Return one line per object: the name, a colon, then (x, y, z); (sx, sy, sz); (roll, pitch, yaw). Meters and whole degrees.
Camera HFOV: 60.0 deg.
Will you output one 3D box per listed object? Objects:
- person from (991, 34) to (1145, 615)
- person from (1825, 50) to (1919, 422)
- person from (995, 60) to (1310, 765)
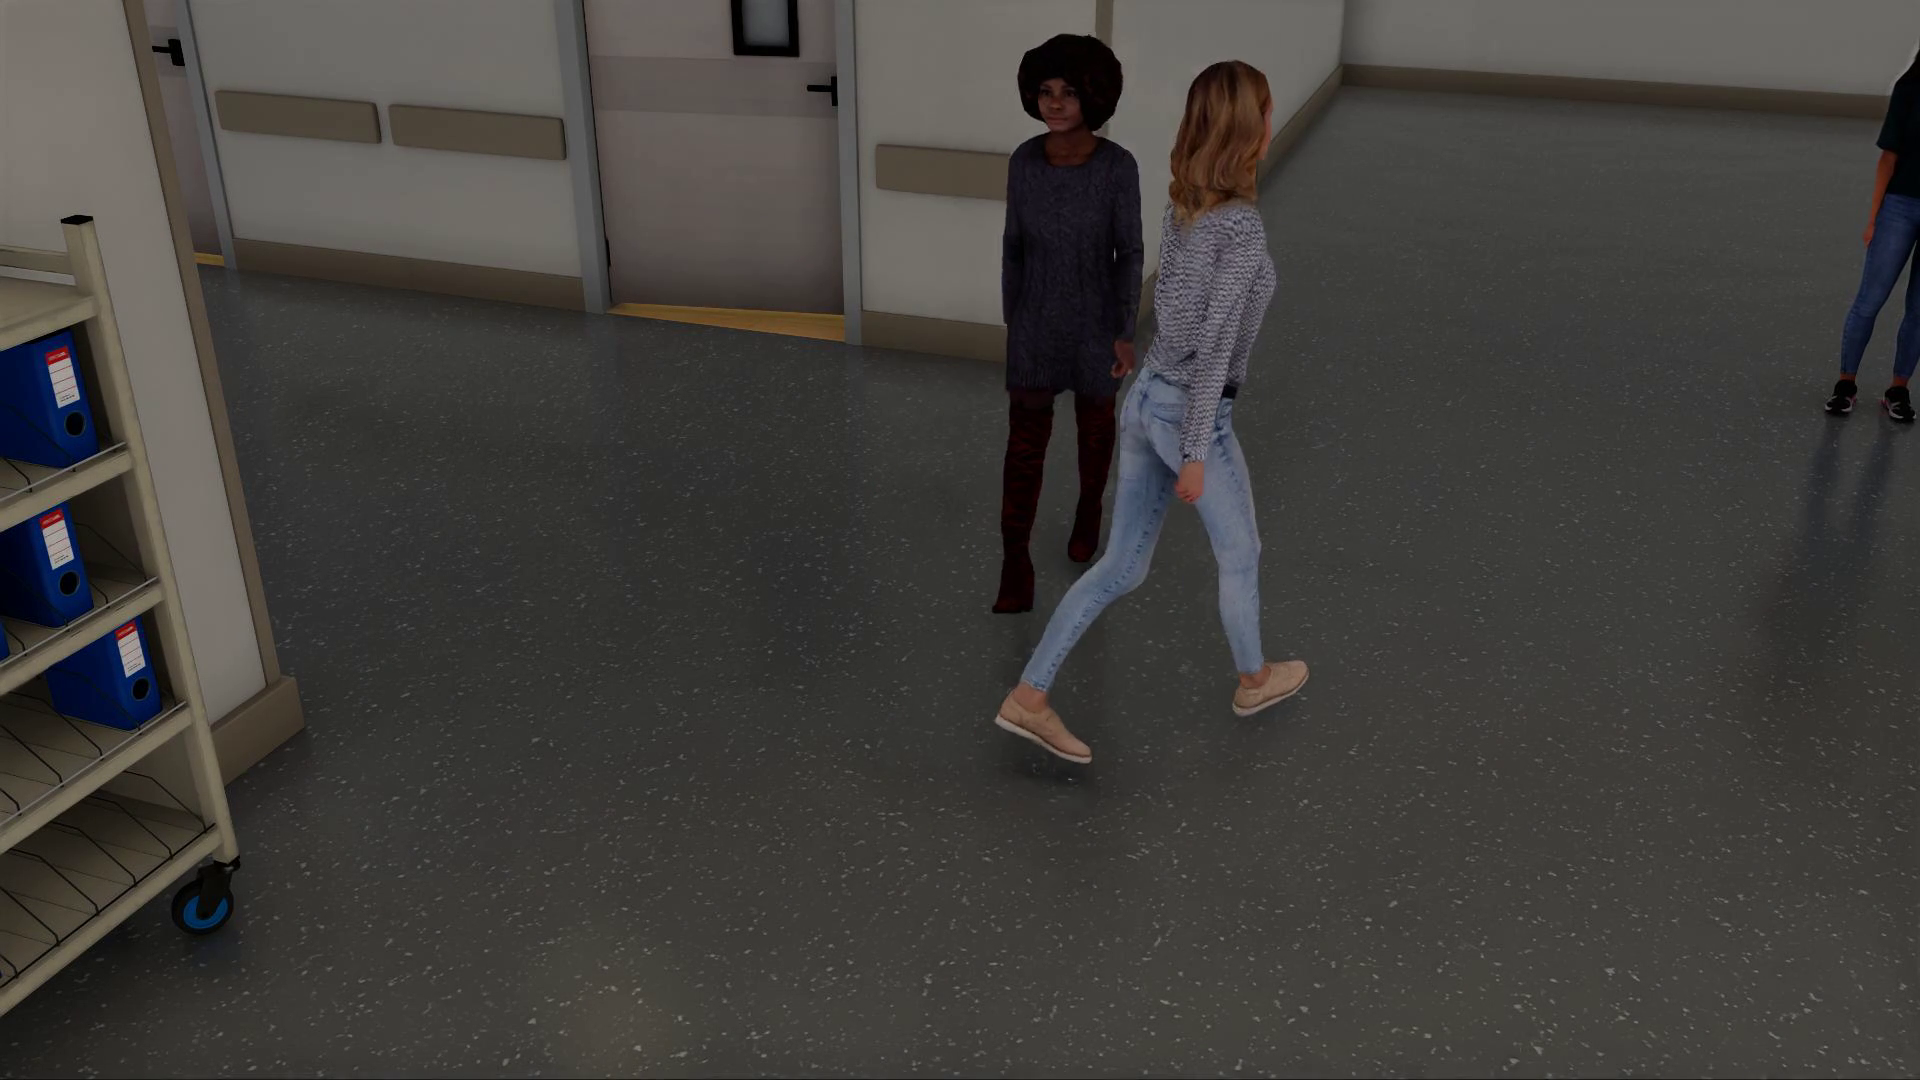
person: (0.362, -0.648, 5.044); (0.627, 1.673, 1.044); (7, 27, 15)
person: (3.696, -1.256, 6.372); (0.587, 1.615, 0.575); (10, 27, 20)
person: (0.473, -0.226, 4.095); (1.172, 1.736, 1.180); (-5, 26, -11)
